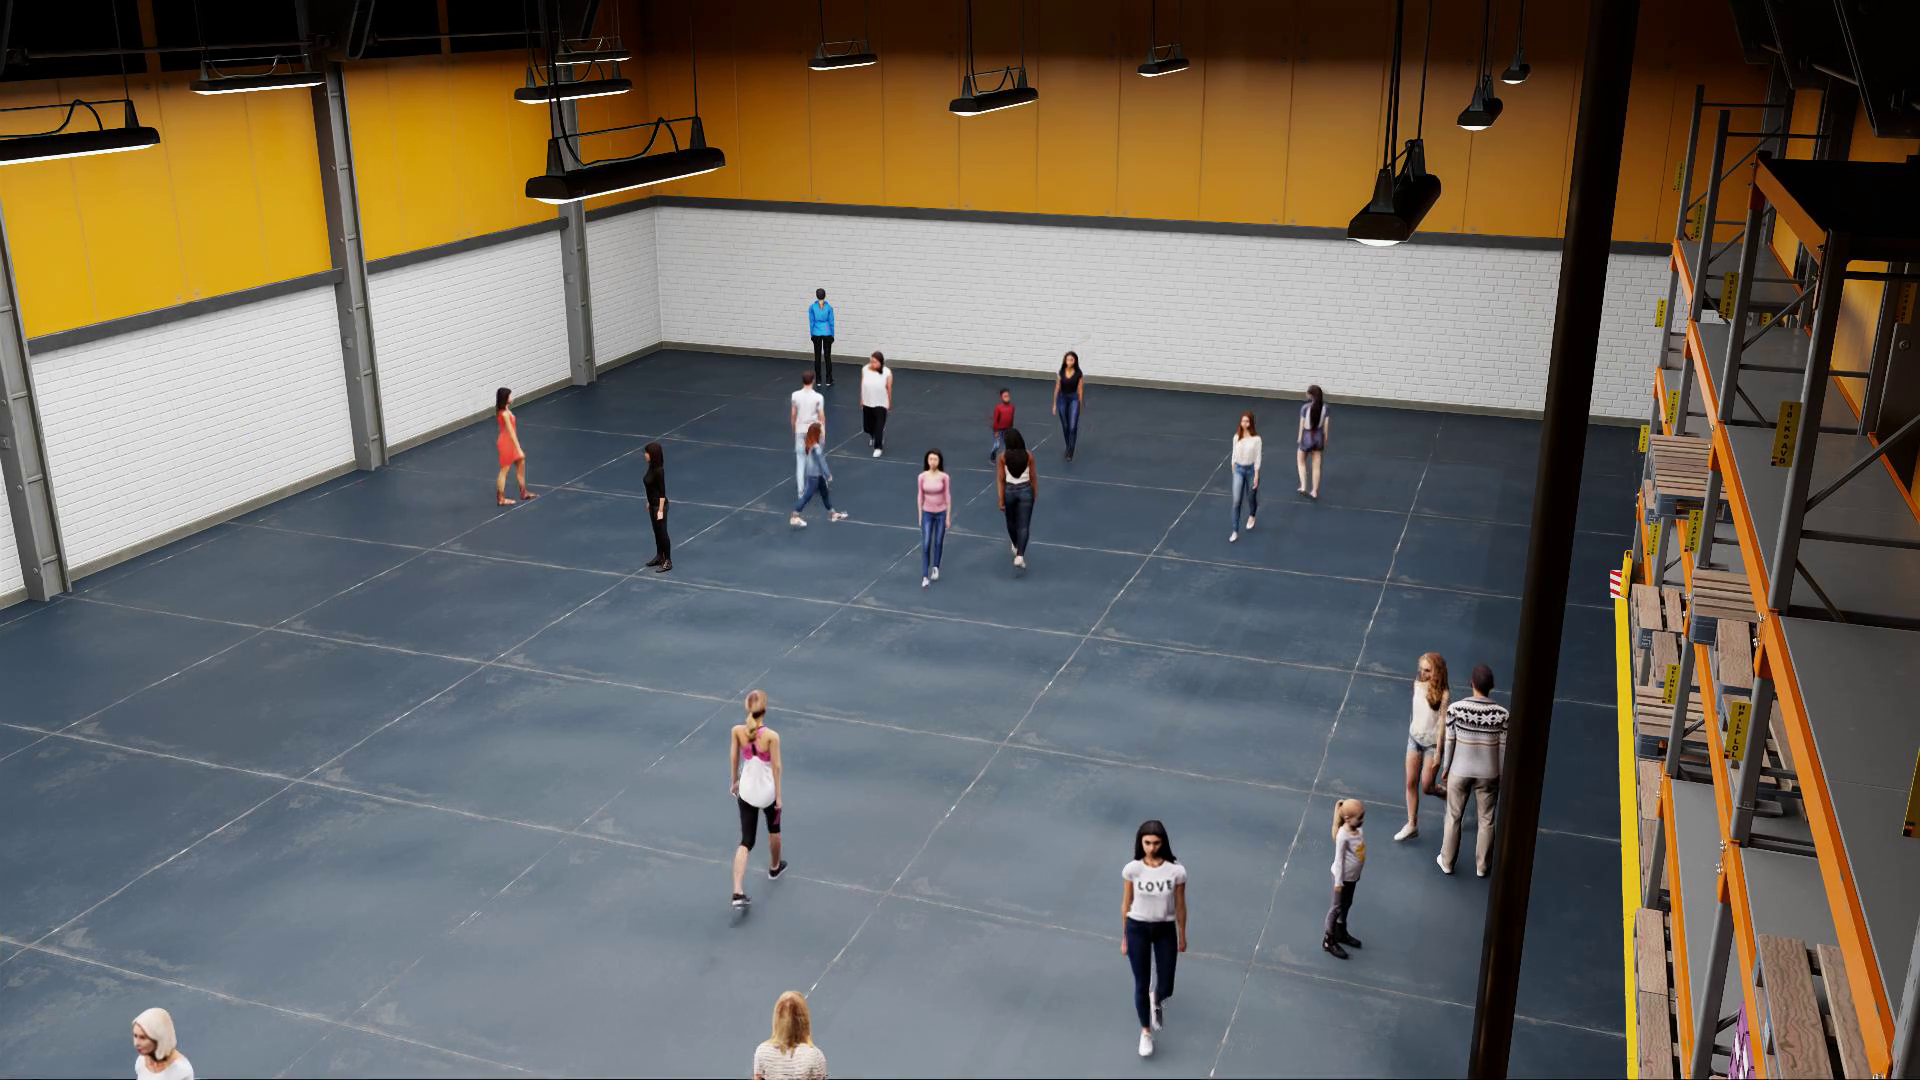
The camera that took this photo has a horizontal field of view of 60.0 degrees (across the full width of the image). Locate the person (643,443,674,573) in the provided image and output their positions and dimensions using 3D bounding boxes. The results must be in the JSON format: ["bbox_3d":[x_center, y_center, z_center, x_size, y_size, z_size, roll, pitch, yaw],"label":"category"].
[{"bbox_3d":[-3.800,-0.432,20.956,0.676,1.642,0.644,-12,22,-31],"label":"person"}]

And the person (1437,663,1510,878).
[{"bbox_3d":[4.234,1.896,13.695,0.702,1.864,0.598,4,19,13],"label":"person"}]

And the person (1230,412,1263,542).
[{"bbox_3d":[3.843,-0.875,22.188,0.597,1.695,1.113,7,20,21],"label":"person"}]

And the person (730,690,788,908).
[{"bbox_3d":[-1.659,2.101,13.275,0.681,1.744,1.163,5,19,14],"label":"person"}]

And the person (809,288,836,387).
[{"bbox_3d":[-2.527,-3.732,30.513,0.667,1.797,0.611,2,19,5],"label":"person"}]

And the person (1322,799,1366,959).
[{"bbox_3d":[2.930,2.549,12.678,0.608,1.276,0.509,15,24,38],"label":"person"}]

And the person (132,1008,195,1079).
[{"bbox_3d":[-4.380,3.396,9.478,0.599,1.713,1.090,7,20,21],"label":"person"}]

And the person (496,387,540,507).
[{"bbox_3d":[-6.459,-1.288,23.411,0.911,1.697,0.877,-6,20,-17],"label":"person"}]

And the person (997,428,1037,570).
[{"bbox_3d":[0.719,-0.484,20.929,0.828,1.758,1.263,3,19,9],"label":"person"}]

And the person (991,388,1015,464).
[{"bbox_3d":[0.632,-1.700,25.349,0.757,1.242,0.826,-8,20,-22],"label":"person"}]

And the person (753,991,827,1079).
[{"bbox_3d":[-0.956,3.430,9.285,0.842,1.770,1.248,2,19,5],"label":"person"}]

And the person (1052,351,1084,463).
[{"bbox_3d":[1.694,-2.093,25.798,0.643,1.700,1.085,5,19,15],"label":"person"}]

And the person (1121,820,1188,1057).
[{"bbox_3d":[1.324,2.694,11.480,0.695,1.765,0.755,2,19,6],"label":"person"}]

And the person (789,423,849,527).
[{"bbox_3d":[-2.036,-0.847,22.508,1.000,1.437,1.052,-5,19,-15],"label":"person"}]

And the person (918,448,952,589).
[{"bbox_3d":[-0.293,-0.308,20.477,0.764,1.712,1.100,1,19,3],"label":"person"}]

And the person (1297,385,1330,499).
[{"bbox_3d":[5.071,-1.383,23.799,0.785,1.631,0.831,-2,19,-7],"label":"person"}]

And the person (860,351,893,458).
[{"bbox_3d":[-1.293,-2.155,26.032,0.674,1.668,0.758,7,20,21],"label":"person"}]

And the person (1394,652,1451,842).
[{"bbox_3d":[4.081,1.763,14.281,0.988,1.742,0.893,-11,21,-29],"label":"person"}]

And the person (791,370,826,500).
[{"bbox_3d":[-2.195,-1.509,23.830,0.793,1.848,0.951,2,19,6],"label":"person"}]
